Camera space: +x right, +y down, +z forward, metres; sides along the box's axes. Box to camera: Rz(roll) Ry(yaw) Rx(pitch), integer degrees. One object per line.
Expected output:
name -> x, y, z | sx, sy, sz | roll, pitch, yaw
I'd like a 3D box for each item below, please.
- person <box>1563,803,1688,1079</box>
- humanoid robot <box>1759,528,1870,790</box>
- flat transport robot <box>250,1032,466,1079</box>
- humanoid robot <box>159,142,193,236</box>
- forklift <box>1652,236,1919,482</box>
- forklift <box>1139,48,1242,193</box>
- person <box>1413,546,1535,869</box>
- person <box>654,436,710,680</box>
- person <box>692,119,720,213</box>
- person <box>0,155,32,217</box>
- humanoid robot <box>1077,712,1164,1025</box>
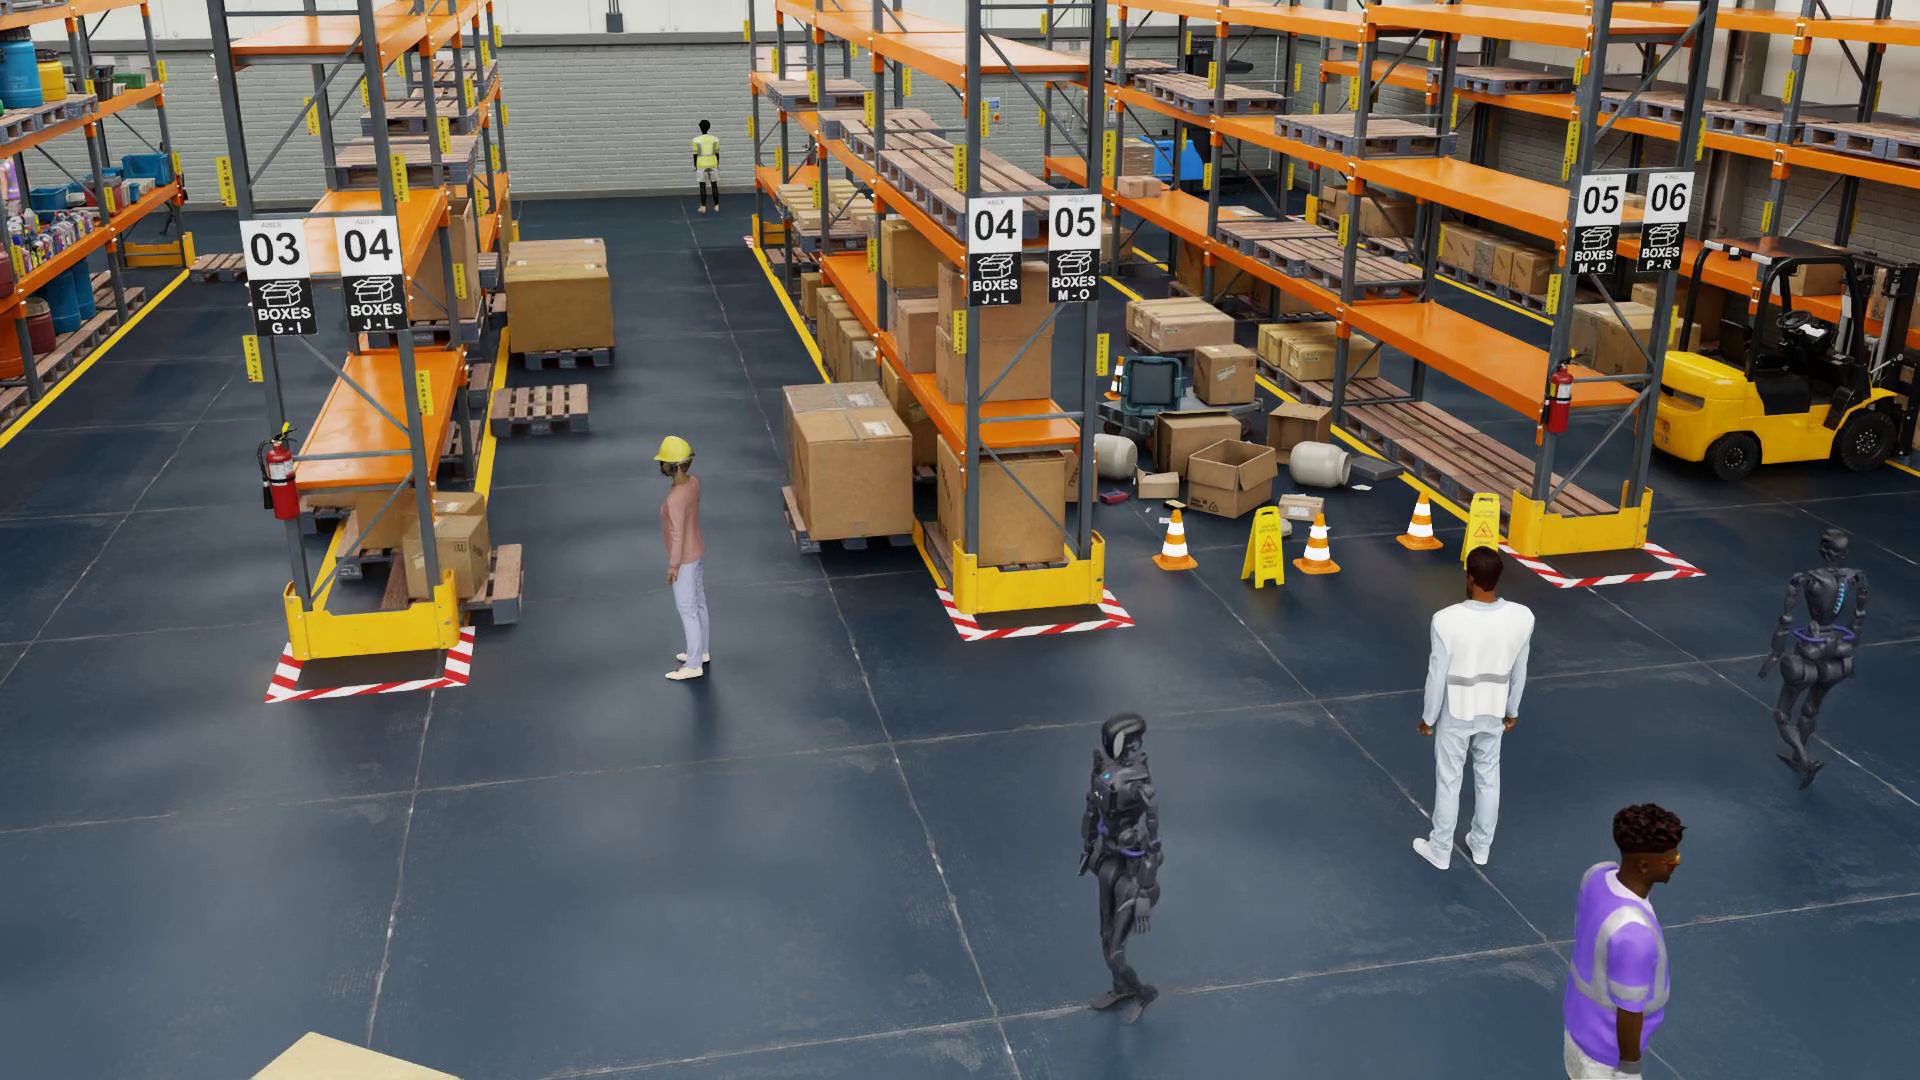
person -> 2.580, 1.925, 6.583 | 0.368, 1.966, 0.600 | 2, 20, 6
humanoid robot -> 5.315, 0.721, 10.244 | 0.598, 1.640, 0.522 | -2, 21, -7
flat transport robot -> -2.144, 3.085, 5.896 | 1.431, 0.231, 0.659 | -17, 26, -39
humanoid robot -> -13.463, -5.977, 28.367 | 0.798, 1.626, 0.613 | 7, 21, 17
forklift -> 8.013, -1.814, 16.330 | 2.313, 2.155, 1.214 | -4, 21, -12
forklift -> 4.566, -8.313, 32.860 | 1.873, 2.768, 1.129 | -4, 21, -12
person -> 2.854, 0.949, 9.283 | 0.592, 1.919, 0.392 | -3, 21, -9
person -> -1.960, 0.123, 11.722 | 0.310, 1.768, 0.528 | 2, 20, 6
person -> -4.686, -6.913, 30.765 | 0.538, 1.696, 0.317 | -10, 22, -24
person -> -15.368, -5.564, 27.150 | 0.349, 1.688, 0.489 | 11, 23, 27
humanoid robot -> 0.766, 1.559, 7.974 | 0.323, 1.643, 0.595 | -11, 23, -28
